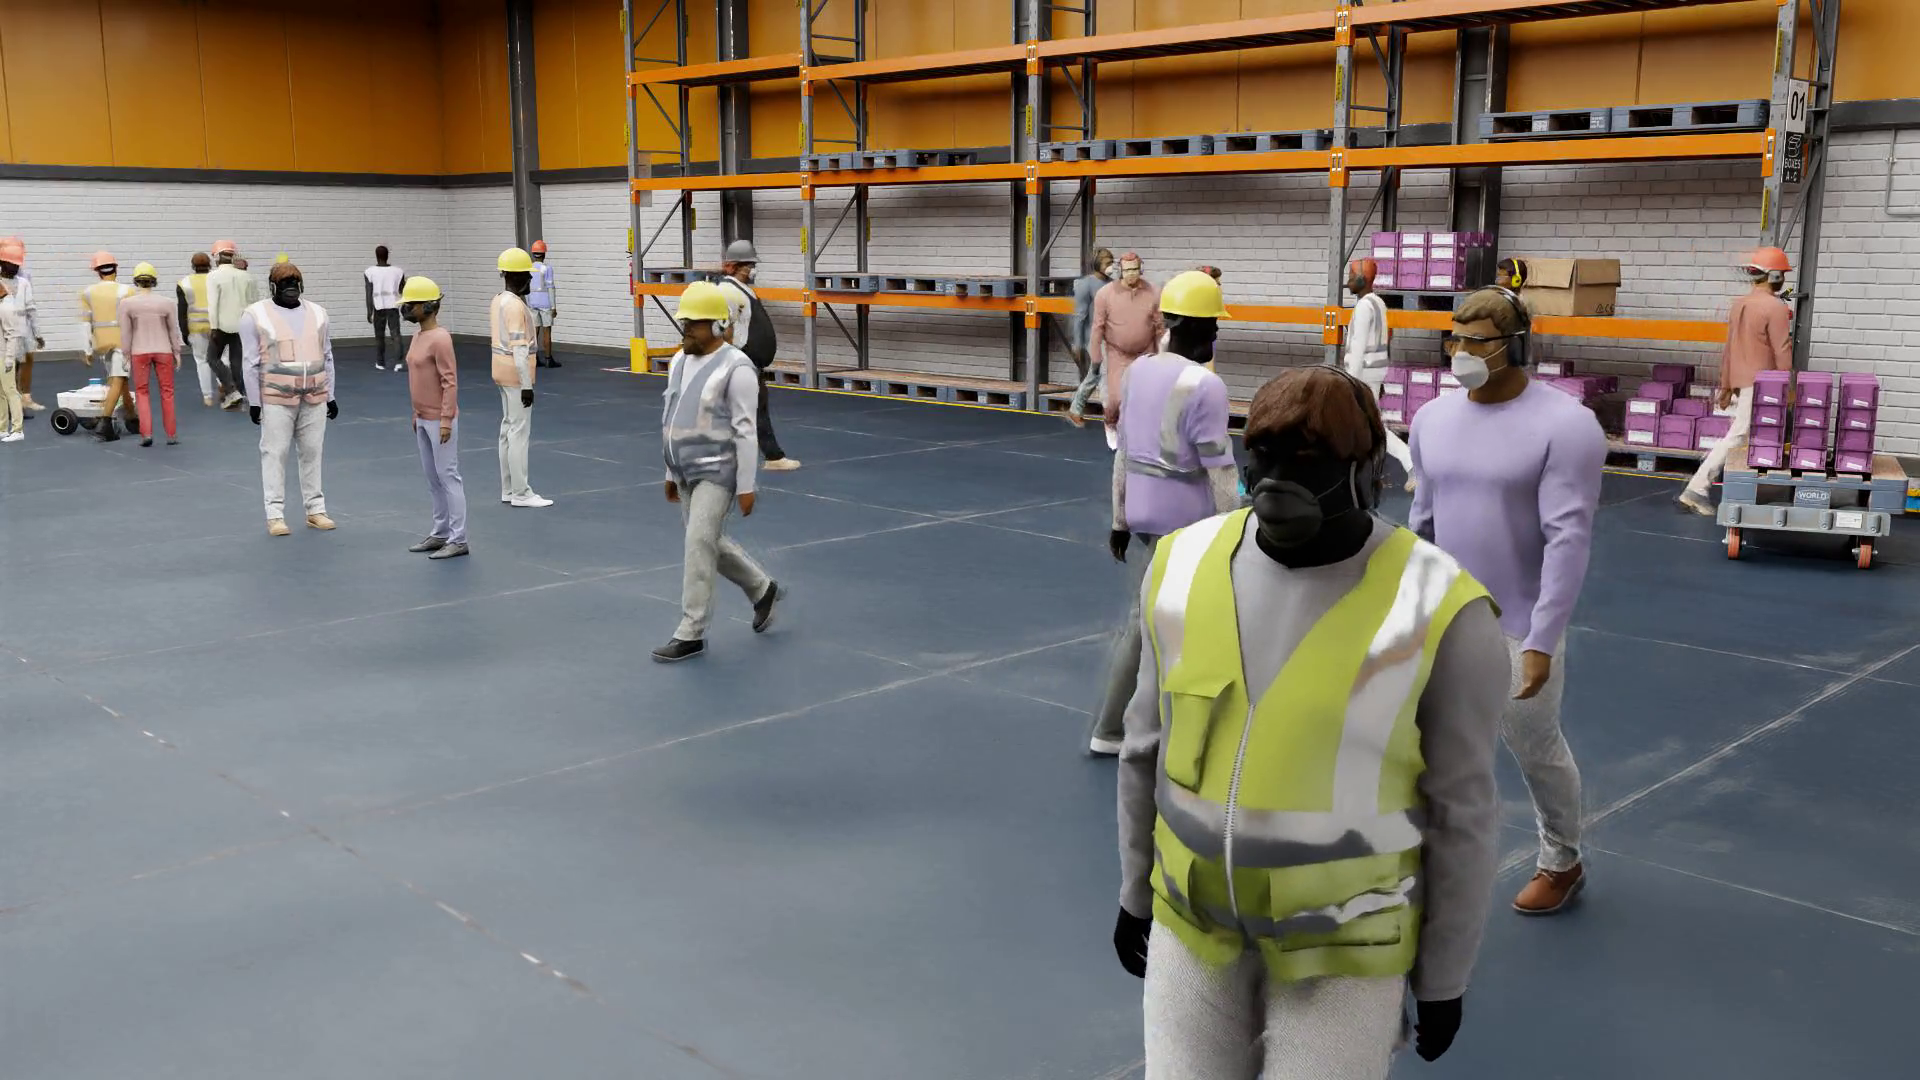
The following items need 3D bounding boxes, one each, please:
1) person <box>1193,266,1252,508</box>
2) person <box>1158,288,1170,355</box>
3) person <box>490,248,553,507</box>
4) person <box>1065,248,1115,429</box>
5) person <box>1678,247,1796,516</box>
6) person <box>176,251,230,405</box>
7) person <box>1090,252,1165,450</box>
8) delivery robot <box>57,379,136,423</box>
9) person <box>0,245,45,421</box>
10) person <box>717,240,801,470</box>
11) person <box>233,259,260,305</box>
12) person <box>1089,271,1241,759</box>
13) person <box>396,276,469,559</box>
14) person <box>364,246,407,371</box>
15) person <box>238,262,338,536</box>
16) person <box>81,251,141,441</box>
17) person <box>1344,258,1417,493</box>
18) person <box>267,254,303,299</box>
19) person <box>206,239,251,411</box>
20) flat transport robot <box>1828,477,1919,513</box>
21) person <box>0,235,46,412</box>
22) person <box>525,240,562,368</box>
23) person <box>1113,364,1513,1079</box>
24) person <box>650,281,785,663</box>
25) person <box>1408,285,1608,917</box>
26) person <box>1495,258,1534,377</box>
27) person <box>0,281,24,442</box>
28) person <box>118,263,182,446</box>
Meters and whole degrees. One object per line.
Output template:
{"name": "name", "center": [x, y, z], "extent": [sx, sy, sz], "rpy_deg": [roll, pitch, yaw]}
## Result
{"name": "person", "center": [1.792, -1.070, 12.046], "extent": [0.981, 1.790, 0.586], "rpy_deg": [2, 11, 10]}
{"name": "person", "center": [1.697, -1.157, 12.996], "extent": [0.353, 1.647, 0.532], "rpy_deg": [1, 10, 4]}
{"name": "person", "center": [-3.303, -1.206, 12.433], "extent": [0.366, 1.927, 0.585], "rpy_deg": [-6, 12, -28]}
{"name": "person", "center": [1.419, -2.057, 17.173], "extent": [0.644, 1.900, 0.999], "rpy_deg": [-10, 14, -43]}
{"name": "person", "center": [5.701, -1.136, 12.044], "extent": [1.009, 1.952, 0.622], "rpy_deg": [0, 10, 0]}
{"name": "person", "center": [-8.920, -2.497, 19.727], "extent": [0.644, 1.832, 0.506], "rpy_deg": [-5, 12, -26]}
{"name": "person", "center": [1.526, -1.685, 15.169], "extent": [0.692, 1.878, 0.561], "rpy_deg": [-1, 10, -3]}
{"name": "delivery robot", "center": [-8.832, -1.408, 17.021], "extent": [0.707, 0.478, 0.477], "rpy_deg": [1, 11, 7]}
{"name": "person", "center": [-10.293, -2.252, 18.165], "extent": [0.738, 1.907, 0.561], "rpy_deg": [4, 11, 23]}
{"name": "person", "center": [-1.925, -1.624, 14.398], "extent": [1.002, 2.000, 0.690], "rpy_deg": [0, 10, 2]}
{"name": "person", "center": [-11.628, -3.734, 27.001], "extent": [0.514, 1.641, 0.309], "rpy_deg": [-1, 10, -4]}
{"name": "person", "center": [0.920, -0.093, 6.489], "extent": [0.981, 1.873, 0.609], "rpy_deg": [-5, 11, -25]}
{"name": "person", "center": [-3.329, -0.763, 10.453], "extent": [0.324, 1.767, 0.533], "rpy_deg": [-8, 13, -37]}
{"name": "person", "center": [-8.597, -3.471, 24.965], "extent": [0.615, 1.870, 1.016], "rpy_deg": [-6, 12, -30]}
{"name": "person", "center": [-4.537, -0.960, 11.324], "extent": [0.629, 1.842, 0.429], "rpy_deg": [-10, 15, -44]}
{"name": "person", "center": [-8.474, -1.941, 16.605], "extent": [0.557, 1.877, 1.020], "rpy_deg": [1, 10, 5]}
{"name": "person", "center": [3.271, -1.276, 13.031], "extent": [0.840, 1.858, 0.580], "rpy_deg": [4, 11, 19]}
{"name": "person", "center": [-10.604, -3.638, 26.225], "extent": [0.514, 1.717, 0.685], "rpy_deg": [-1, 10, -4]}
{"name": "person", "center": [-8.412, -2.454, 19.116], "extent": [0.431, 1.969, 0.620], "rpy_deg": [5, 12, 26]}
{"name": "flat transport robot", "center": [6.844, -0.332, 12.181], "extent": [1.431, 0.197, 0.652], "rpy_deg": [7, 12, 33]}
{"name": "person", "center": [-10.818, -2.463, 19.025], "extent": [0.539, 2.026, 0.616], "rpy_deg": [2, 11, 9]}
{"name": "person", "center": [-6.400, -3.604, 25.465], "extent": [0.550, 1.941, 0.347], "rpy_deg": [5, 11, 24]}
{"name": "person", "center": [0.562, 0.618, 2.754], "extent": [0.640, 1.830, 0.608], "rpy_deg": [8, 13, 36]}
{"name": "person", "center": [-1.177, -0.348, 8.069], "extent": [0.812, 1.807, 0.596], "rpy_deg": [-9, 14, -41]}
{"name": "person", "center": [1.517, 0.227, 4.744], "extent": [1.006, 1.893, 0.634], "rpy_deg": [-9, 14, -40]}
{"name": "person", "center": [4.380, -1.273, 13.009], "extent": [0.713, 1.853, 0.529], "rpy_deg": [2, 11, 10]}
{"name": "person", "center": [-9.477, -1.783, 16.377], "extent": [0.499, 1.633, 0.285], "rpy_deg": [5, 12, 27]}
{"name": "person", "center": [-7.772, -1.772, 15.994], "extent": [0.541, 1.761, 0.425], "rpy_deg": [-5, 12, -27]}
